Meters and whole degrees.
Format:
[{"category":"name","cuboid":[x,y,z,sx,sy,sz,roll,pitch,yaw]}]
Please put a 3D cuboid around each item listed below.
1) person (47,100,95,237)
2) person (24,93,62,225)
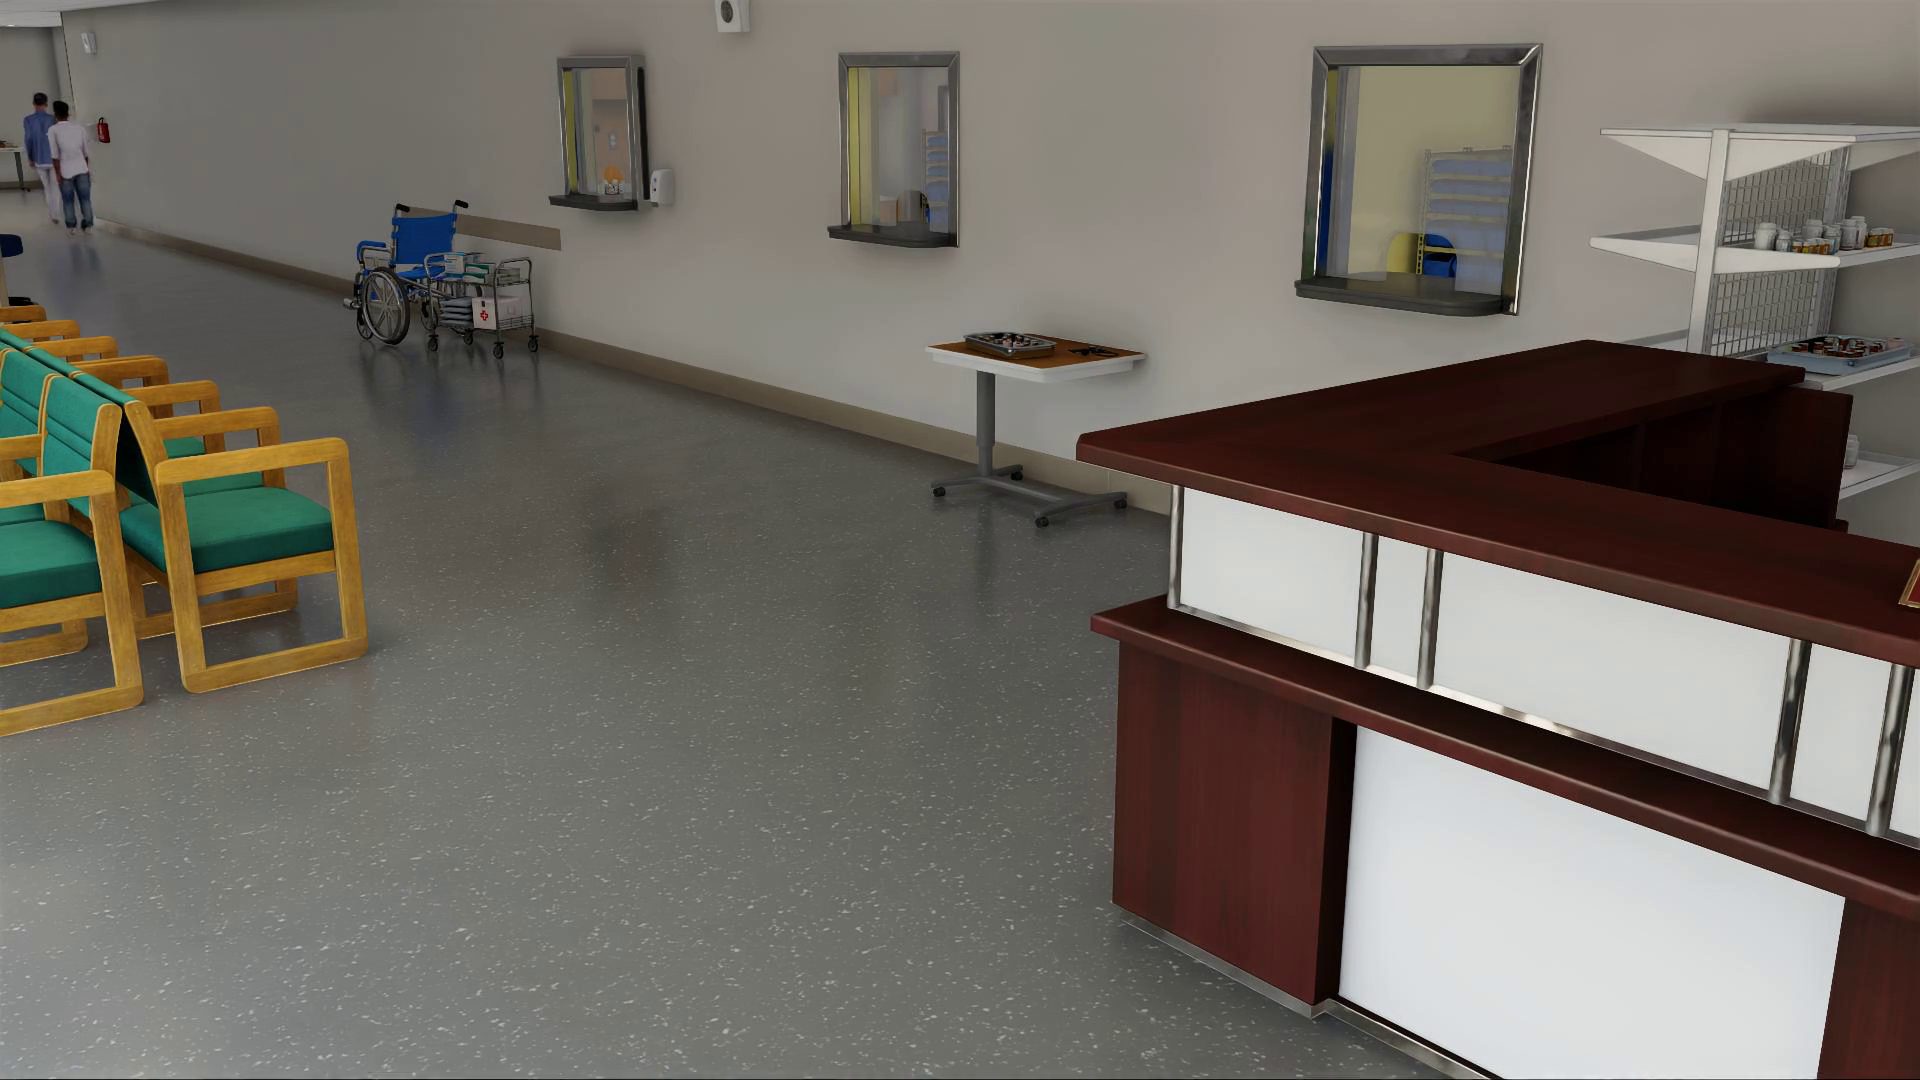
[{"category":"person","cuboid":[-11.804,-4.909,22.174,1.117,1.771,0.763,-11,19,-34]},{"category":"person","cuboid":[-13.154,-5.465,24.011,1.208,1.844,1.027,-5,17,-17]}]
